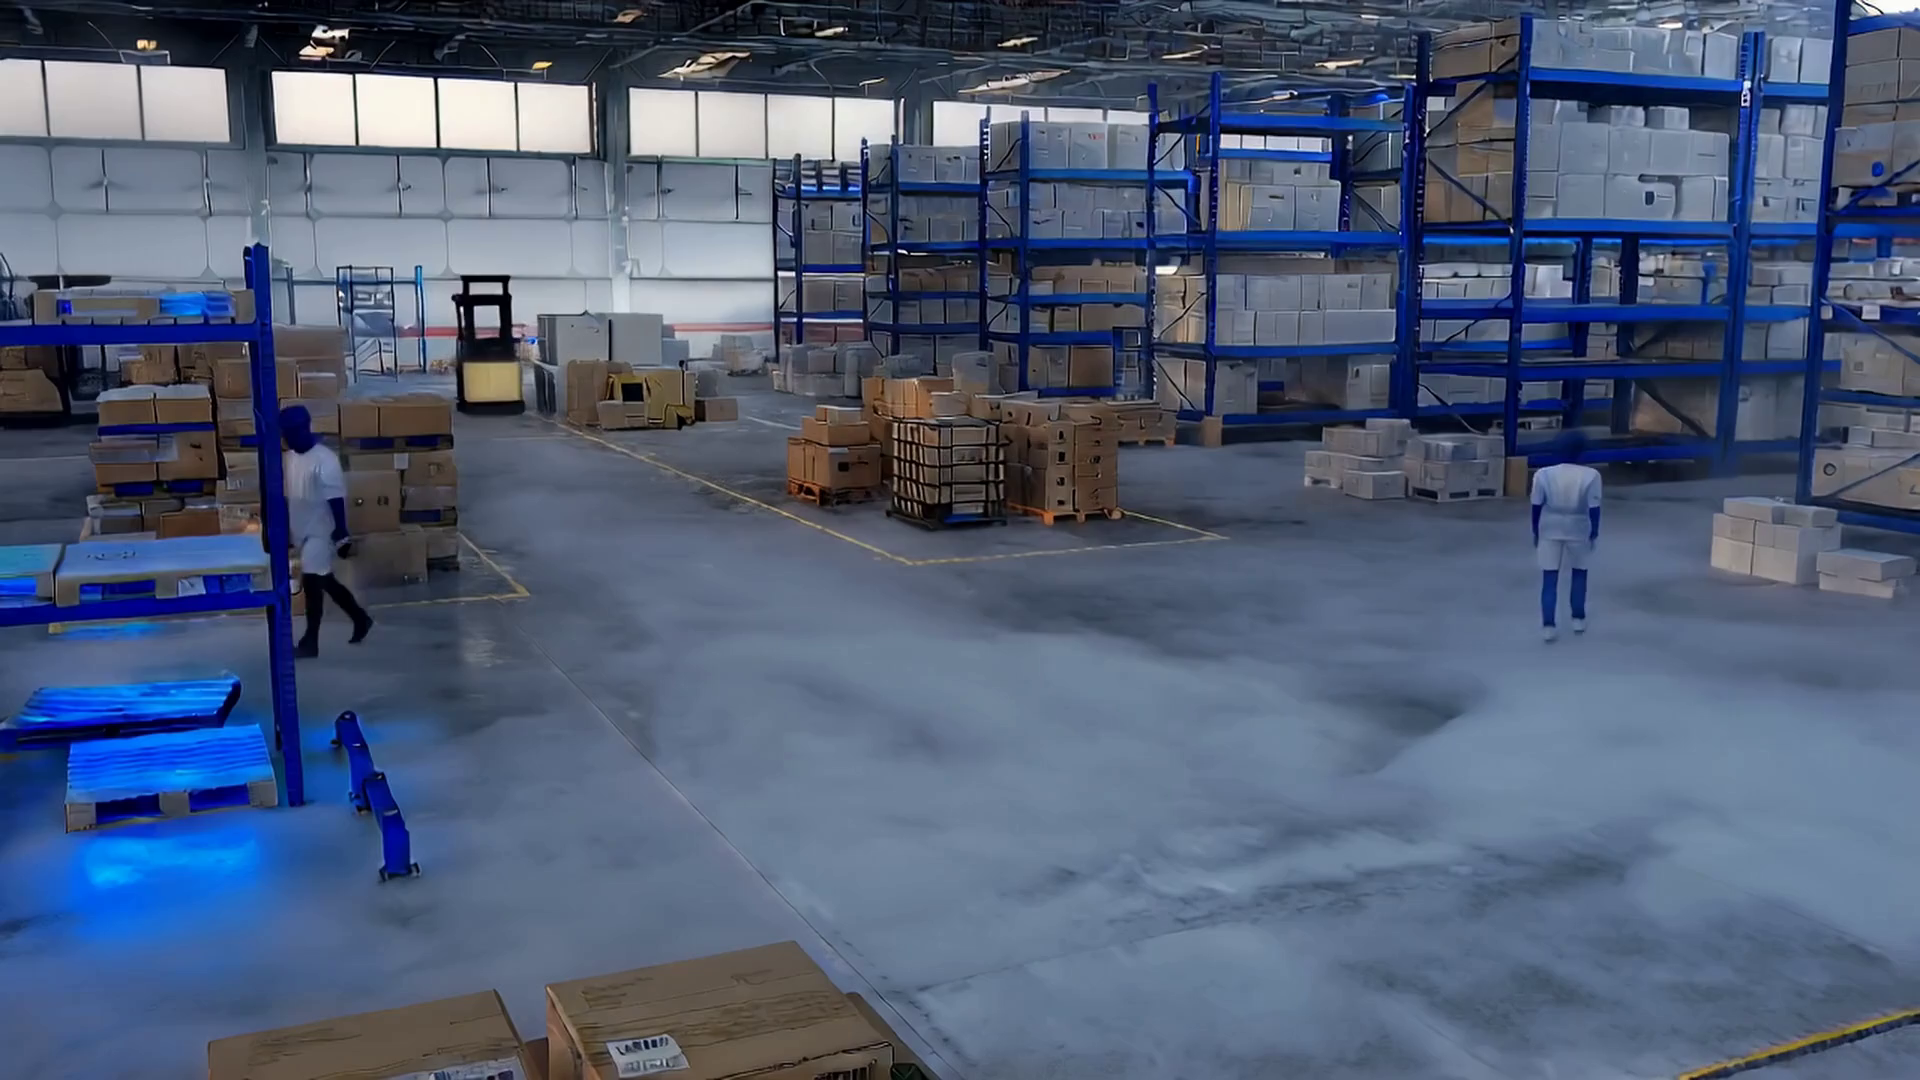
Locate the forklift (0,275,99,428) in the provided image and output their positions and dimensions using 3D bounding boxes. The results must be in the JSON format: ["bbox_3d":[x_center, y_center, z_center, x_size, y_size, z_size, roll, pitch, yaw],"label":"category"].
[{"bbox_3d":[-17.011,-3.559,31.168,1.873,2.768,1.129,-4,10,-25],"label":"forklift"}]

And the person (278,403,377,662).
[{"bbox_3d":[-4.821,-0.085,12.596,0.837,1.925,0.598,-8,12,-42],"label":"person"}]

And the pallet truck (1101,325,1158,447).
[{"bbox_3d":[2.881,-2.596,27.923,0.823,1.965,1.885,-1,9,-7],"label":"pallet truck"}]

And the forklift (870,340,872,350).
[{"bbox_3d":[-1.405,-5.617,43.937,1.873,2.768,1.129,-4,10,-25],"label":"forklift"}]

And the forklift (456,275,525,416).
[{"bbox_3d":[-9.588,-3.982,33.791,1.129,2.768,1.873,-4,10,-25],"label":"forklift"}]

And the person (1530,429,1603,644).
[{"bbox_3d":[4.785,-0.048,13.107,0.557,1.660,0.793,5,11,30],"label":"person"}]
